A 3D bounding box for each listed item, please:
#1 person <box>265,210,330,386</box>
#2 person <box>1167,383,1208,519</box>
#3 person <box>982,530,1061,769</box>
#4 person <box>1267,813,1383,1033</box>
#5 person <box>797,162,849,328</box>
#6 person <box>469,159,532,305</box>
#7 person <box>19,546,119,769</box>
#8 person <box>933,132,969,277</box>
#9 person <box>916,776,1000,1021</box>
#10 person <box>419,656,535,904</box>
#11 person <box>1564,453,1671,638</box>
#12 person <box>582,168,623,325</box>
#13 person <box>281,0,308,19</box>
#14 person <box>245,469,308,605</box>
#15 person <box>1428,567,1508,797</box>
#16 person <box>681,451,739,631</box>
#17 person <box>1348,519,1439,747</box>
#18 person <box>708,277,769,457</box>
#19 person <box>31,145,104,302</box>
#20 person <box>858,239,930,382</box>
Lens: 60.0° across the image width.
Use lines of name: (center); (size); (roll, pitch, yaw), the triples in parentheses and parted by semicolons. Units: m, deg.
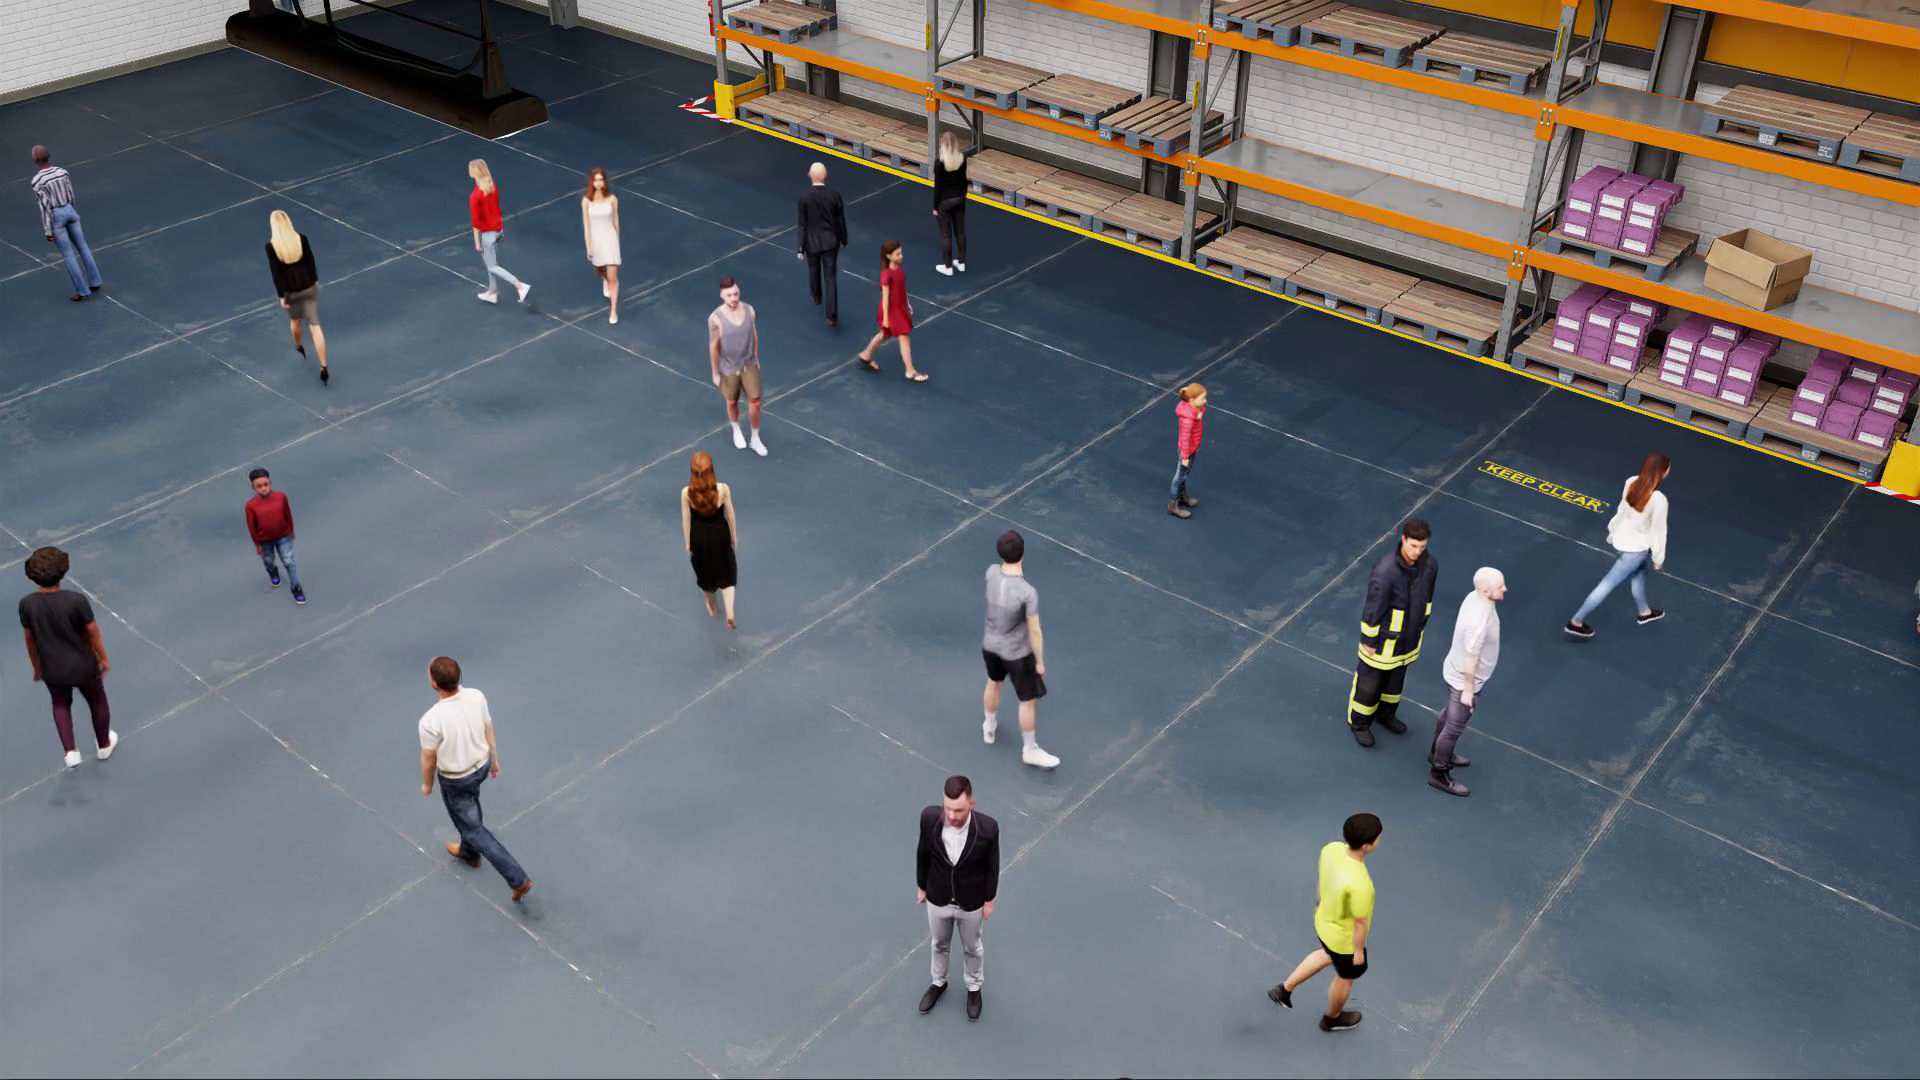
person: (-6.674, -2.438, 16.934); (0.859, 1.791, 1.221); (-19, 38, -26)
person: (2.034, -0.827, 14.942); (0.556, 1.314, 0.556); (14, 36, 20)
person: (0.371, 0.797, 12.015); (1.014, 1.850, 0.554); (-20, 38, -27)
person: (2.195, 2.310, 9.881); (0.925, 1.691, 0.894); (-8, 35, -12)
person: (-1.490, -3.169, 18.065); (1.223, 1.757, 1.319); (-5, 34, -7)
person: (-5.152, -3.358, 18.417); (1.051, 1.683, 0.831); (12, 35, 17)
person: (-6.420, 0.907, 11.932); (0.882, 1.758, 0.959); (-12, 35, -17)
person: (-0.107, -3.883, 19.204); (0.678, 1.685, 0.639); (-19, 38, -26)
person: (-0.015, 2.125, 10.023); (0.662, 1.842, 0.796); (8, 34, 11)
person: (-3.169, 1.588, 10.847); (1.212, 1.825, 0.764); (20, 39, 27)
person: (5.279, 0.097, 13.261); (1.151, 1.637, 1.182); (-7, 34, -10)
person: (-3.940, -3.303, 18.335); (1.052, 1.681, 1.121); (-3, 34, -5)
person: (-10.720, -8.812, 26.622); (0.676, 1.683, 0.756); (0, 34, 0)
person: (-5.755, -0.080, 13.878); (0.673, 1.248, 0.890); (-18, 38, -25)
person: (3.588, 0.955, 11.794); (0.708, 1.831, 0.729); (11, 35, 16)
person: (-2.001, 0.042, 13.365); (0.839, 1.612, 0.941); (-8, 34, -12)
person: (3.172, 0.634, 12.194); (0.879, 1.923, 0.844); (-15, 37, -22)
person: (-2.151, -1.707, 15.870); (0.831, 1.829, 0.924); (-14, 36, -20)
person: (-10.028, -3.548, 18.601); (0.664, 1.794, 0.701); (11, 35, 17)
person: (-0.752, -2.382, 17.083); (1.090, 1.534, 0.826); (8, 34, 12)
